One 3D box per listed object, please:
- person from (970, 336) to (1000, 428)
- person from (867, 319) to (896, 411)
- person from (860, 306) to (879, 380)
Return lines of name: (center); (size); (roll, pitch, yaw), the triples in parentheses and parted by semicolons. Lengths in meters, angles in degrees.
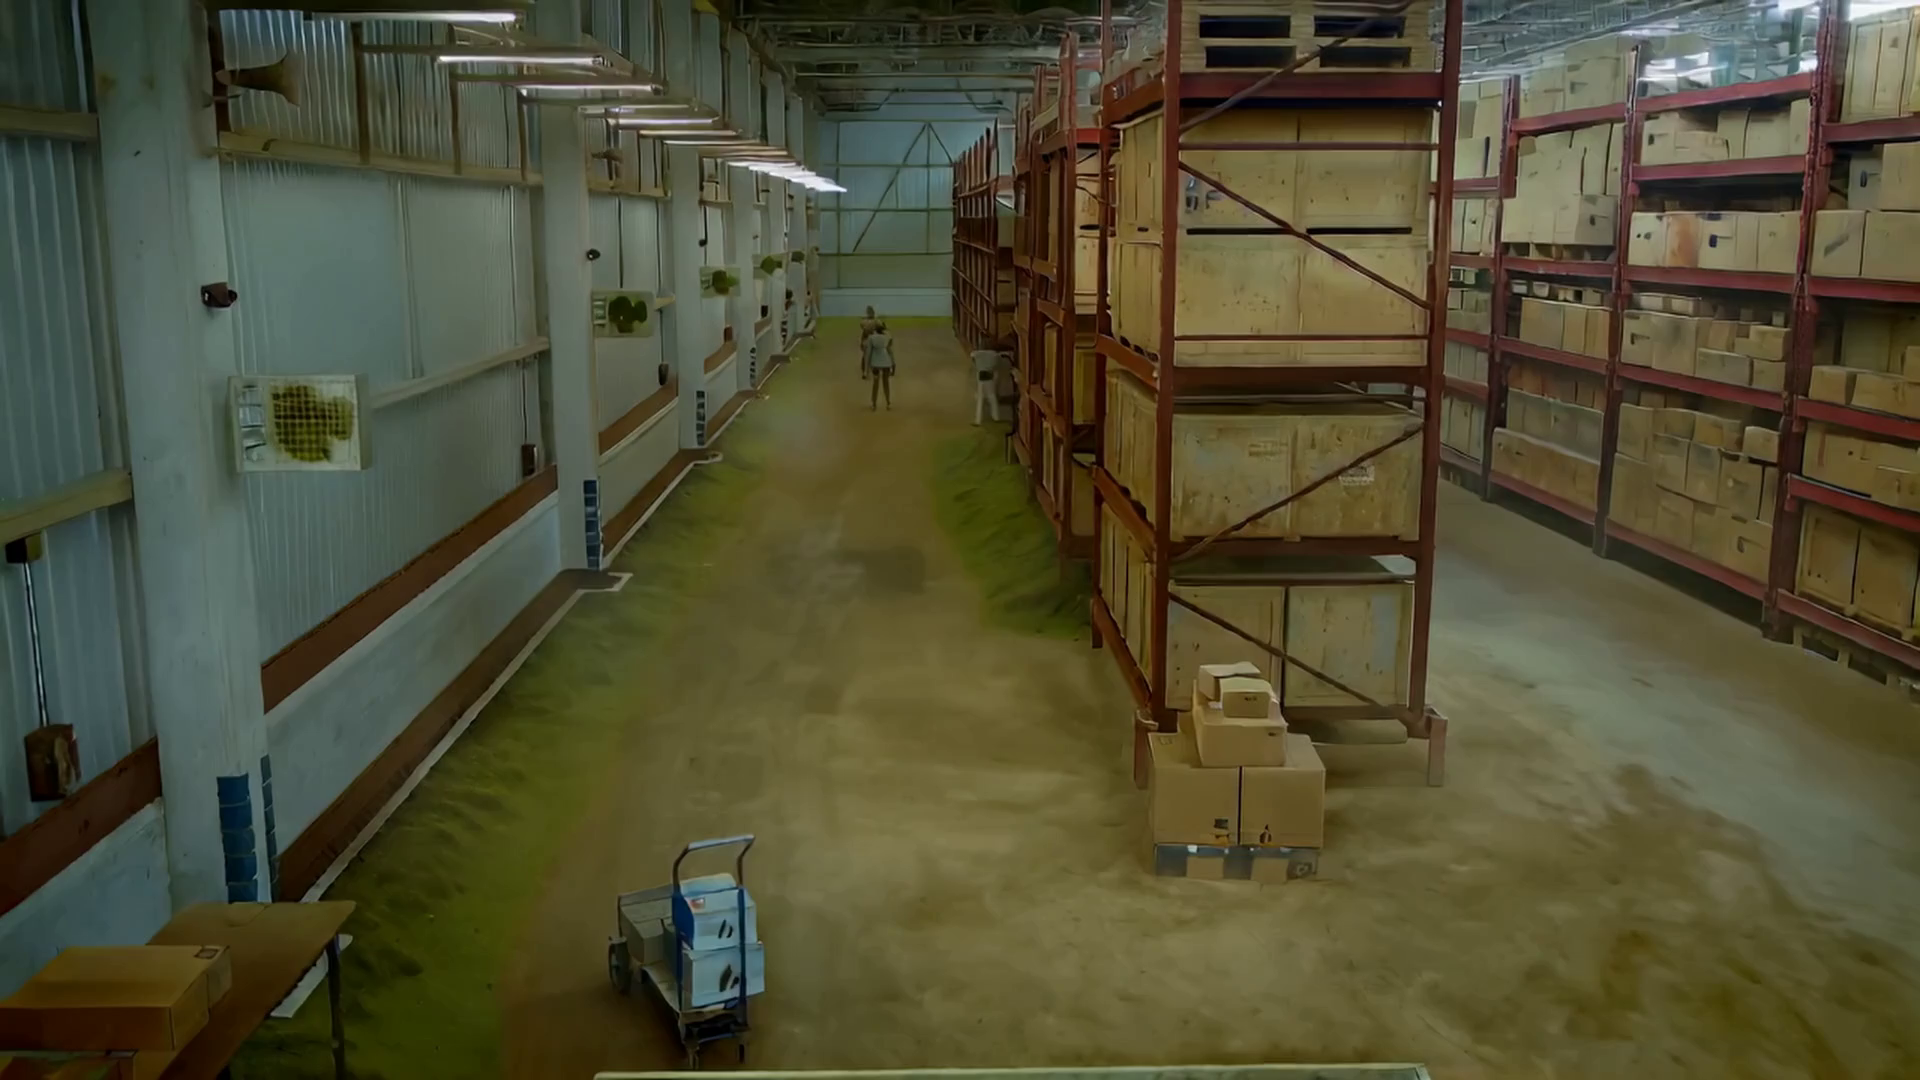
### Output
person: (0.517, -3.112, 32.866); (0.608, 1.815, 0.394); (-5, 12, -23)
person: (-1.681, -3.752, 35.709); (0.617, 1.986, 0.406); (-3, 11, -15)
person: (-2.304, -5.065, 42.747); (0.591, 1.910, 0.392); (-6, 12, -28)
